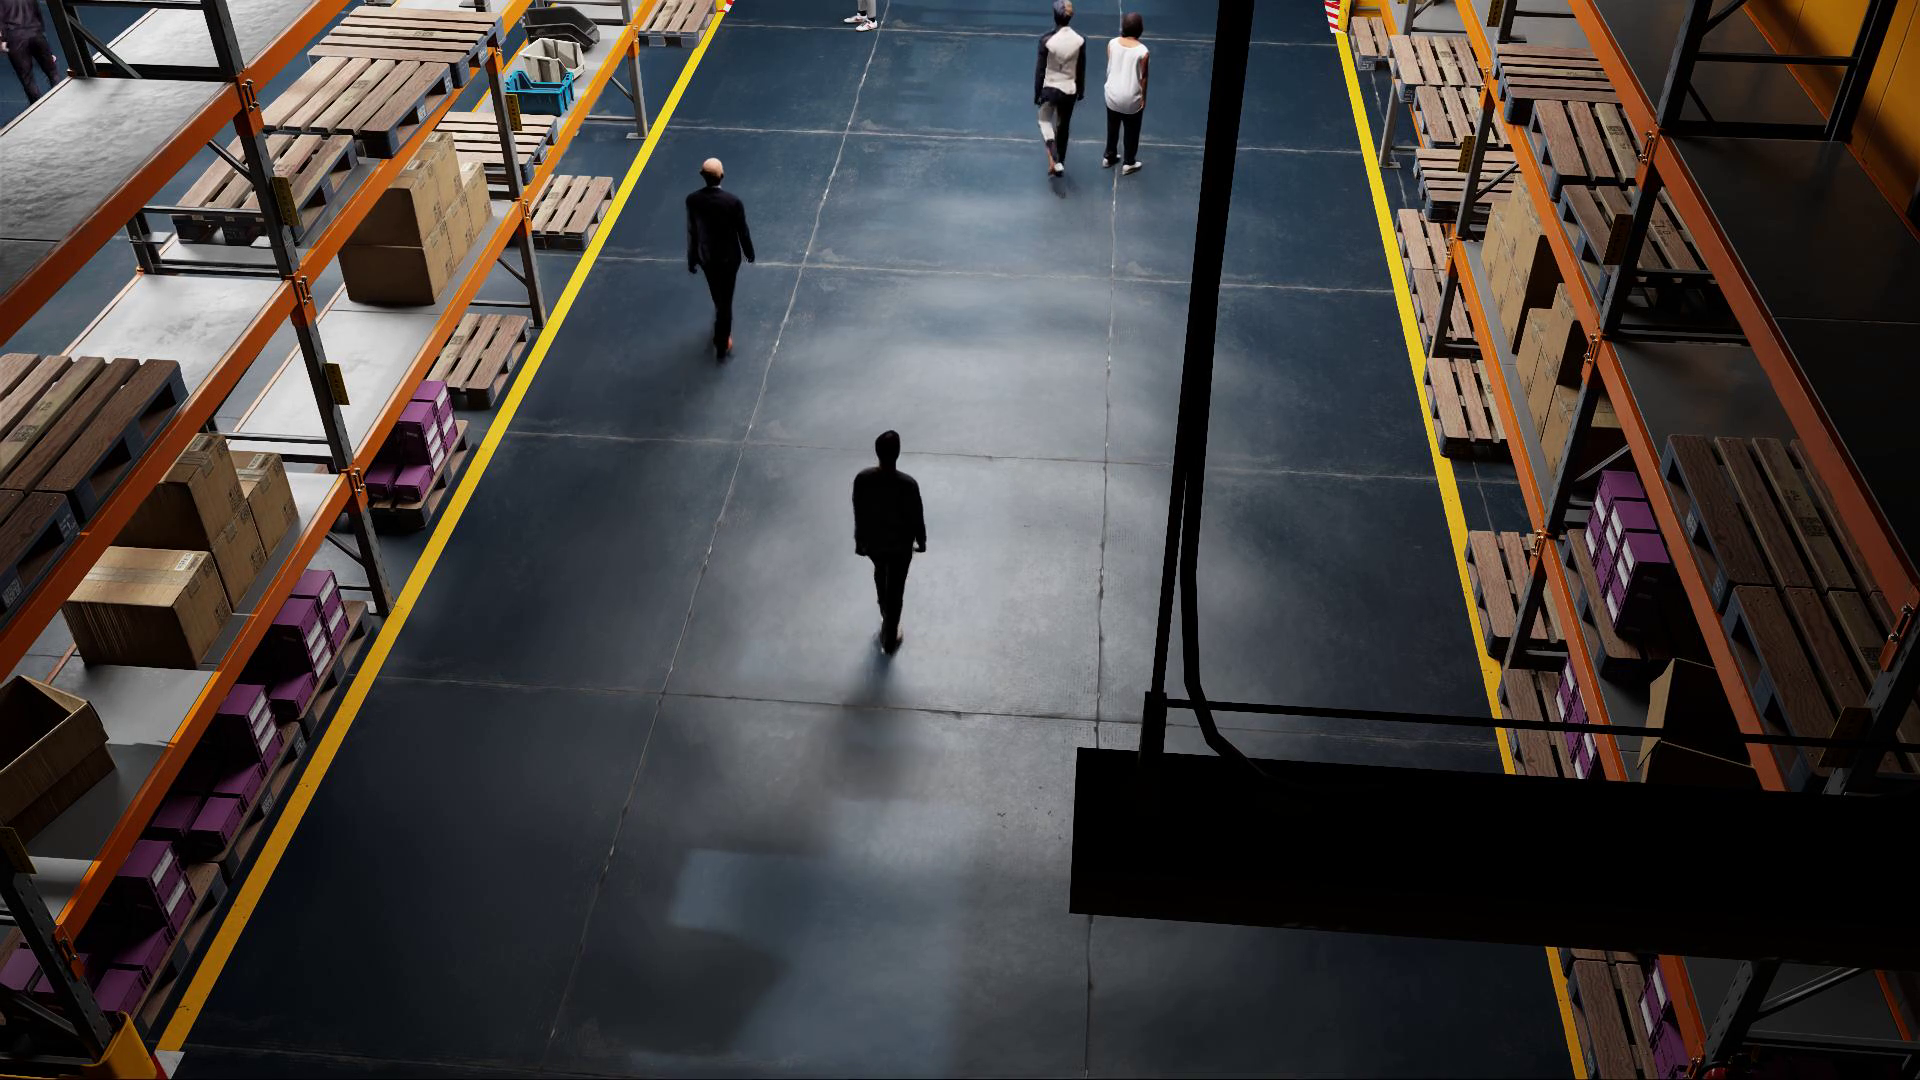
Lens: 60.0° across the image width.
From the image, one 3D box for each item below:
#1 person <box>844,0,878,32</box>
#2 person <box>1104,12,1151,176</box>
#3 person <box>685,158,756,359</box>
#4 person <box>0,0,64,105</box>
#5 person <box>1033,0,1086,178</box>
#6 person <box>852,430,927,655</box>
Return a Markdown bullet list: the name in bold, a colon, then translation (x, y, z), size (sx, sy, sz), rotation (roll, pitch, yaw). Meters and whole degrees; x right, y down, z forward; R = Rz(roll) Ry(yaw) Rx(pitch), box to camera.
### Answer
- **person**: translation (-1.198, -7.239, 20.320), size (0.857, 1.959, 0.743), rotation (-18, 42, -21)
- **person**: translation (1.733, -4.657, 17.306), size (0.766, 1.685, 0.800), rotation (27, 46, 30)
- **person**: translation (-2.106, -2.396, 14.416), size (0.707, 1.759, 1.112), rotation (2, 39, 3)
- **person**: translation (-10.206, -5.396, 18.140), size (0.994, 1.799, 0.766), rotation (12, 40, 15)
- **person**: translation (1.022, -4.552, 17.015), size (0.834, 1.885, 0.916), rotation (-7, 39, -9)
- **person**: translation (-0.516, 0.066, 11.344), size (0.710, 1.745, 0.830), rotation (10, 40, 12)
